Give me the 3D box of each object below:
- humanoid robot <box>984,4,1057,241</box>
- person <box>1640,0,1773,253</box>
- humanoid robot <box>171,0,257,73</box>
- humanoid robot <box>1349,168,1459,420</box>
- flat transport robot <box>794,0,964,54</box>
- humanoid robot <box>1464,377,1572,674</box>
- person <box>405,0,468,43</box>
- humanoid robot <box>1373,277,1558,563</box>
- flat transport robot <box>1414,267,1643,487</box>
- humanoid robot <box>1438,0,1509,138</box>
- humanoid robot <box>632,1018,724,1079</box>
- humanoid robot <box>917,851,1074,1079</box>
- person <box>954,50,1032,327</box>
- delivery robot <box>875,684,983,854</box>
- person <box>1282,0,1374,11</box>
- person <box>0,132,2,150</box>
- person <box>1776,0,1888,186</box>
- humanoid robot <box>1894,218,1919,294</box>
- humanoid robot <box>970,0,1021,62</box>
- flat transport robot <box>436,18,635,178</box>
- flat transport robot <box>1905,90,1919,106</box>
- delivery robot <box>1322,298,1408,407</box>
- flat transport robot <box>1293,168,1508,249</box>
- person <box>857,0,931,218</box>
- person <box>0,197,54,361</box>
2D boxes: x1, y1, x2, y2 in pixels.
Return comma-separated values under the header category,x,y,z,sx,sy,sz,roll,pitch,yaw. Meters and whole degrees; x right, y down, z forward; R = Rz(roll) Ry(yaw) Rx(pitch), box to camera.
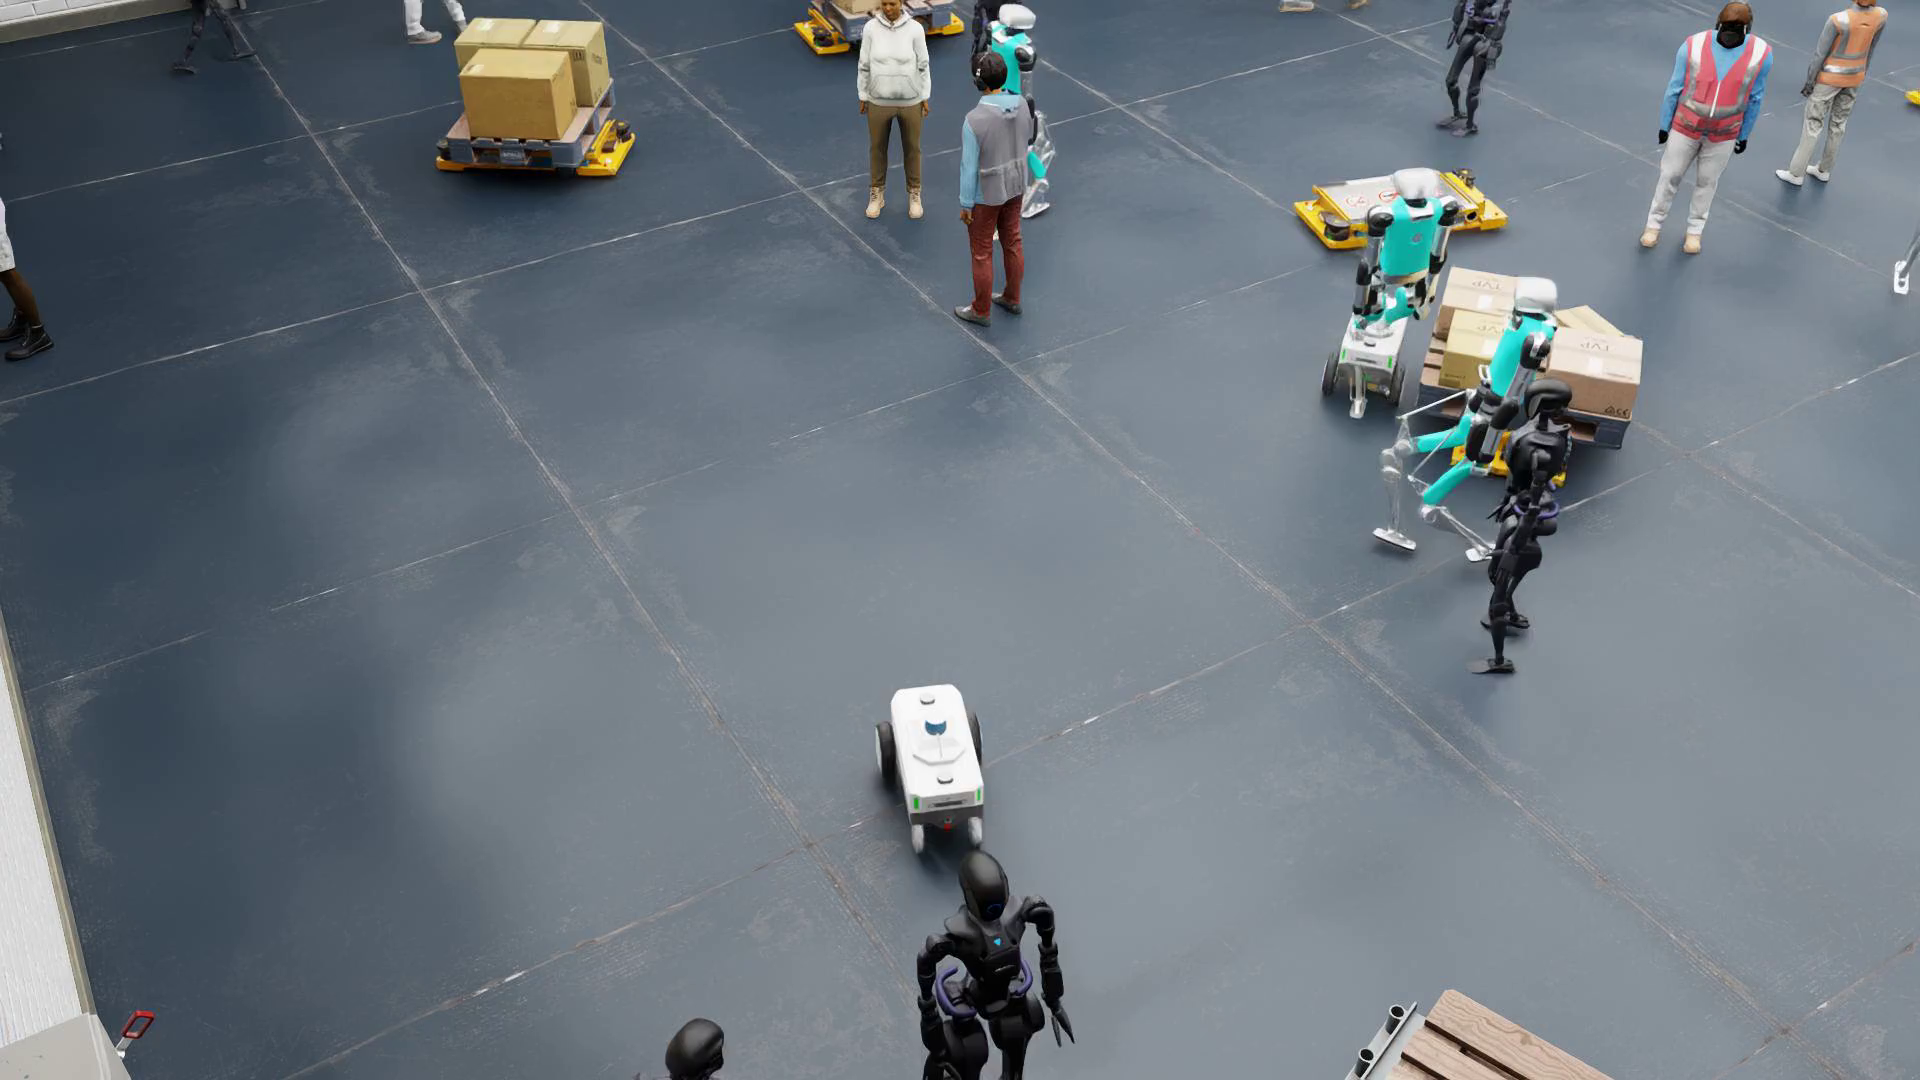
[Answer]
category,x,y,z,sx,sy,sz,roll,pitch,yaw
humanoid robot,0.549,-3.010,11.934,0.883,1.780,0.585,-21,43,-24
person,5.234,-2.891,11.687,0.628,1.835,0.431,14,40,17
humanoid robot,-6.637,-4.865,14.336,0.747,1.631,0.608,-21,43,-25
humanoid robot,2.537,-1.526,10.049,0.596,1.786,0.821,-8,39,-10
flat transport robot,-0.744,-4.762,15.301,1.431,0.231,0.659,-15,41,-18
humanoid robot,2.816,-0.084,8.276,0.402,1.641,0.583,6,39,8
person,-4.833,-5.323,14.740,0.438,1.858,0.678,21,43,24
humanoid robot,2.604,-0.614,8.887,0.956,1.732,0.557,6,39,7
flat transport robot,3.486,-0.849,10.362,0.659,0.231,1.431,13,40,15
humanoid robot,4.136,-4.017,13.226,0.343,1.647,0.587,-17,41,-20
humanoid robot,-0.846,2.210,5.421,0.615,1.623,0.805,10,40,13
humanoid robot,0.108,1.704,6.010,0.586,1.650,0.410,-17,42,-21
person,0.227,-2.264,10.860,0.534,1.873,0.416,-28,46,-31
delivery robot,-0.115,1.024,7.780,0.499,0.608,0.797,-6,39,-8
person,3.508,-5.810,15.358,0.957,1.836,0.571,-8,39,-10
person,-7.921,-3.918,12.969,0.373,1.840,0.568,-13,40,-16
person,6.623,-3.474,12.579,0.506,1.629,0.314,-8,39,-10
humanoid robot,6.669,-2.275,11.009,0.531,1.775,0.997,2,38,3
humanoid robot,0.298,-3.898,13.113,0.785,1.622,0.588,-26,45,-29
flat transport robot,-3.381,-3.149,13.265,1.431,0.231,0.659,3,38,4
flat transport robot,8.816,-3.737,14.008,1.431,0.231,0.659,-9,39,-11
delivery robot,2.634,-1.235,10.626,0.499,0.602,0.801,13,40,15
flat transport robot,3.288,-2.474,12.414,1.431,0.231,0.659,-9,39,-12
person,-0.476,-3.201,12.124,0.531,1.766,0.364,2,38,2
person,-6.245,-2.055,10.543,0.352,1.938,0.543,-25,45,-28
